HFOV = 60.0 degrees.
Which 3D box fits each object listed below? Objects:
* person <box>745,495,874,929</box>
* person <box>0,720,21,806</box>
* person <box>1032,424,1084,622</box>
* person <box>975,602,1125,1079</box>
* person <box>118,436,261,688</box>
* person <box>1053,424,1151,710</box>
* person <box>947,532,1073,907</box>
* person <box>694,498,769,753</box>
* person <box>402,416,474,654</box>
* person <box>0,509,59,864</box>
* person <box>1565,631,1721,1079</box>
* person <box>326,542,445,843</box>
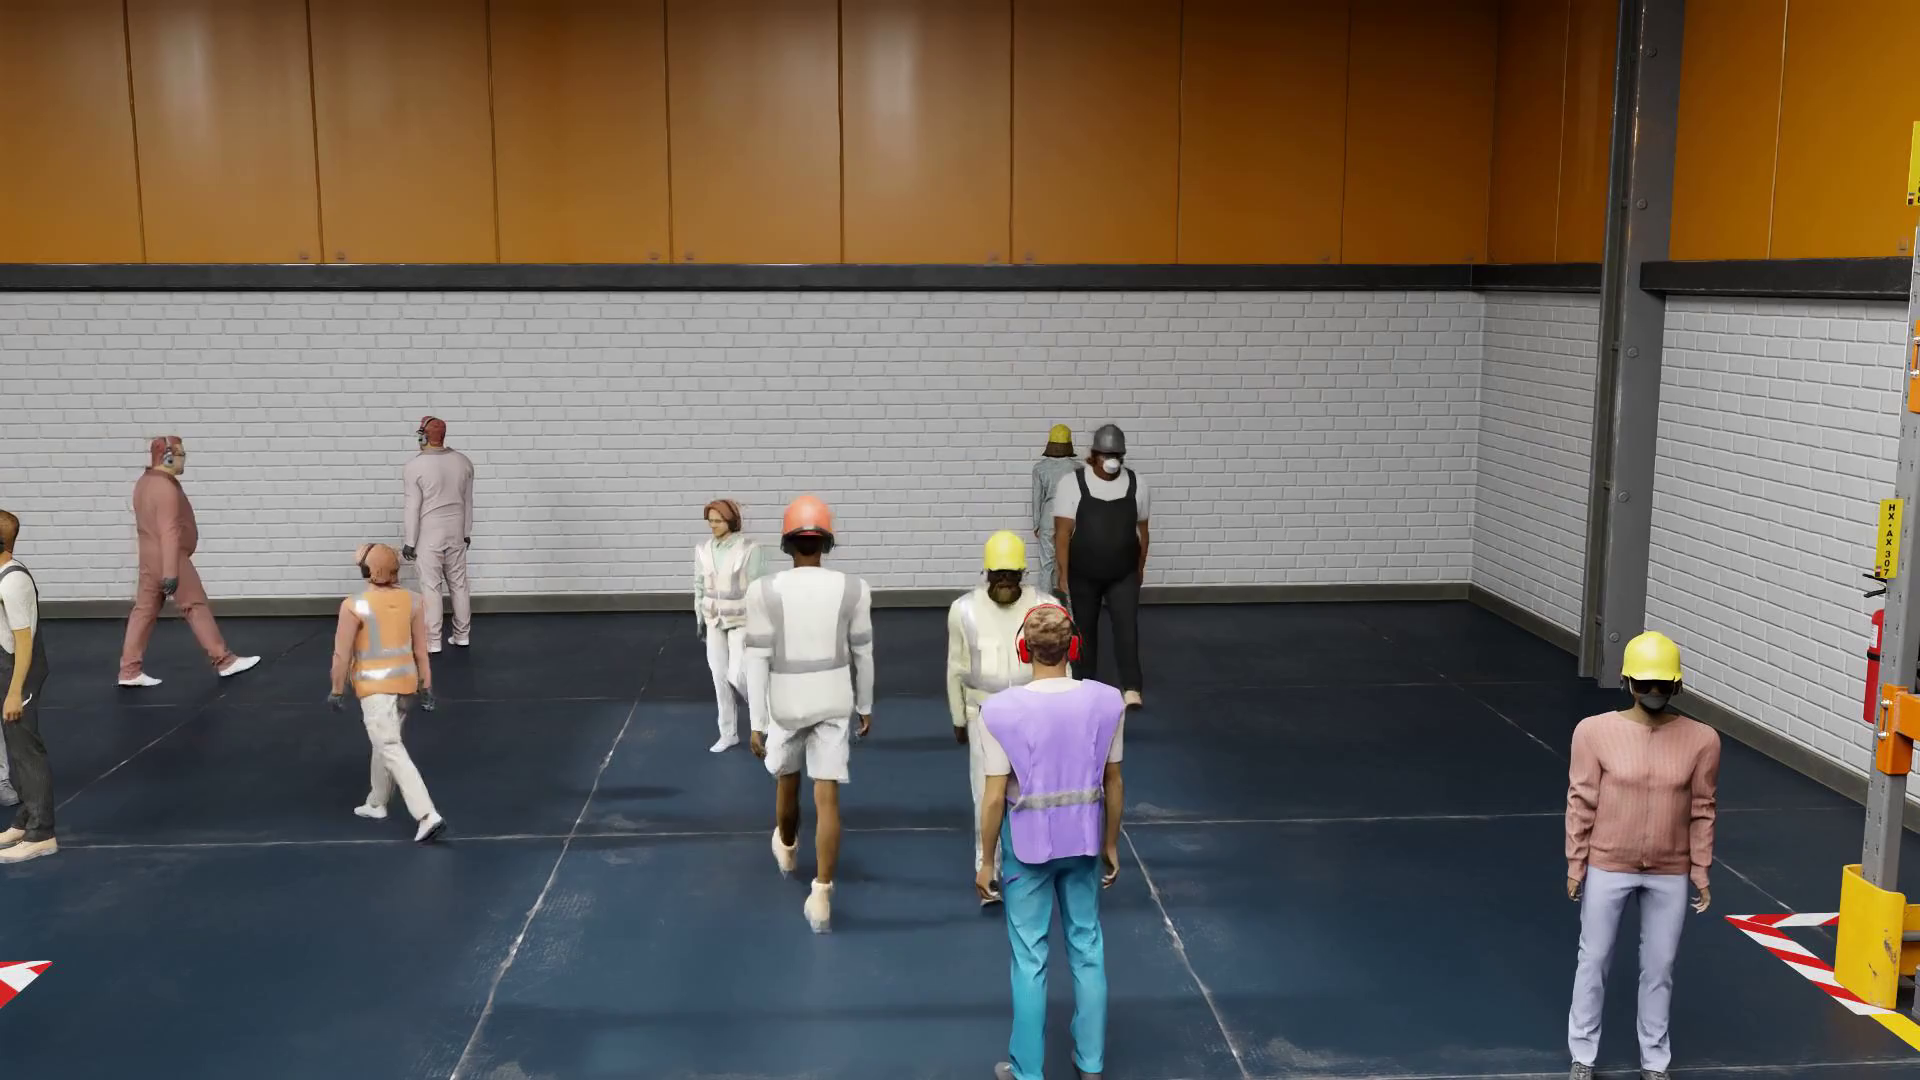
[{"bbox_3d":[-0.726,0.774,8.020,0.630,1.982,1.054,-2,9,-13],"label":"person"},{"bbox_3d":[-5.619,0.582,9.385,0.402,1.938,0.604,8,12,42],"label":"person"},{"bbox_3d":[0.871,-0.140,14.526,0.484,1.745,0.298,2,9,13],"label":"person"},{"bbox_3d":[0.338,1.151,6.110,0.567,1.841,0.377,-3,10,-19],"label":"person"},{"bbox_3d":[-5.804,0.156,12.308,0.986,1.853,0.658,-9,13,-43],"label":"person"},{"bbox_3d":[1.005,0.174,11.627,0.699,2.000,0.953,0,9,-2],"label":"person"},{"bbox_3d":[0.248,0.859,8.076,0.607,1.787,0.889,-1,9,-4],"label":"person"},{"bbox_3d":[-1.460,0.541,10.576,0.520,1.627,0.391,5,10,28],"label":"person"},{"bbox_3d":[-4.214,-0.042,13.387,0.410,1.913,0.643,6,11,35],"label":"person"},{"bbox_3d":[-4.934,0.746,8.645,0.344,1.847,0.507,-6,11,-35],"label":"person"},{"bbox_3d":[2.473,1.198,6.058,0.525,1.769,0.315,1,9,8],"label":"person"},{"bbox_3d":[-3.066,0.812,8.998,0.853,1.600,0.511,5,11,31],"label":"person"}]
